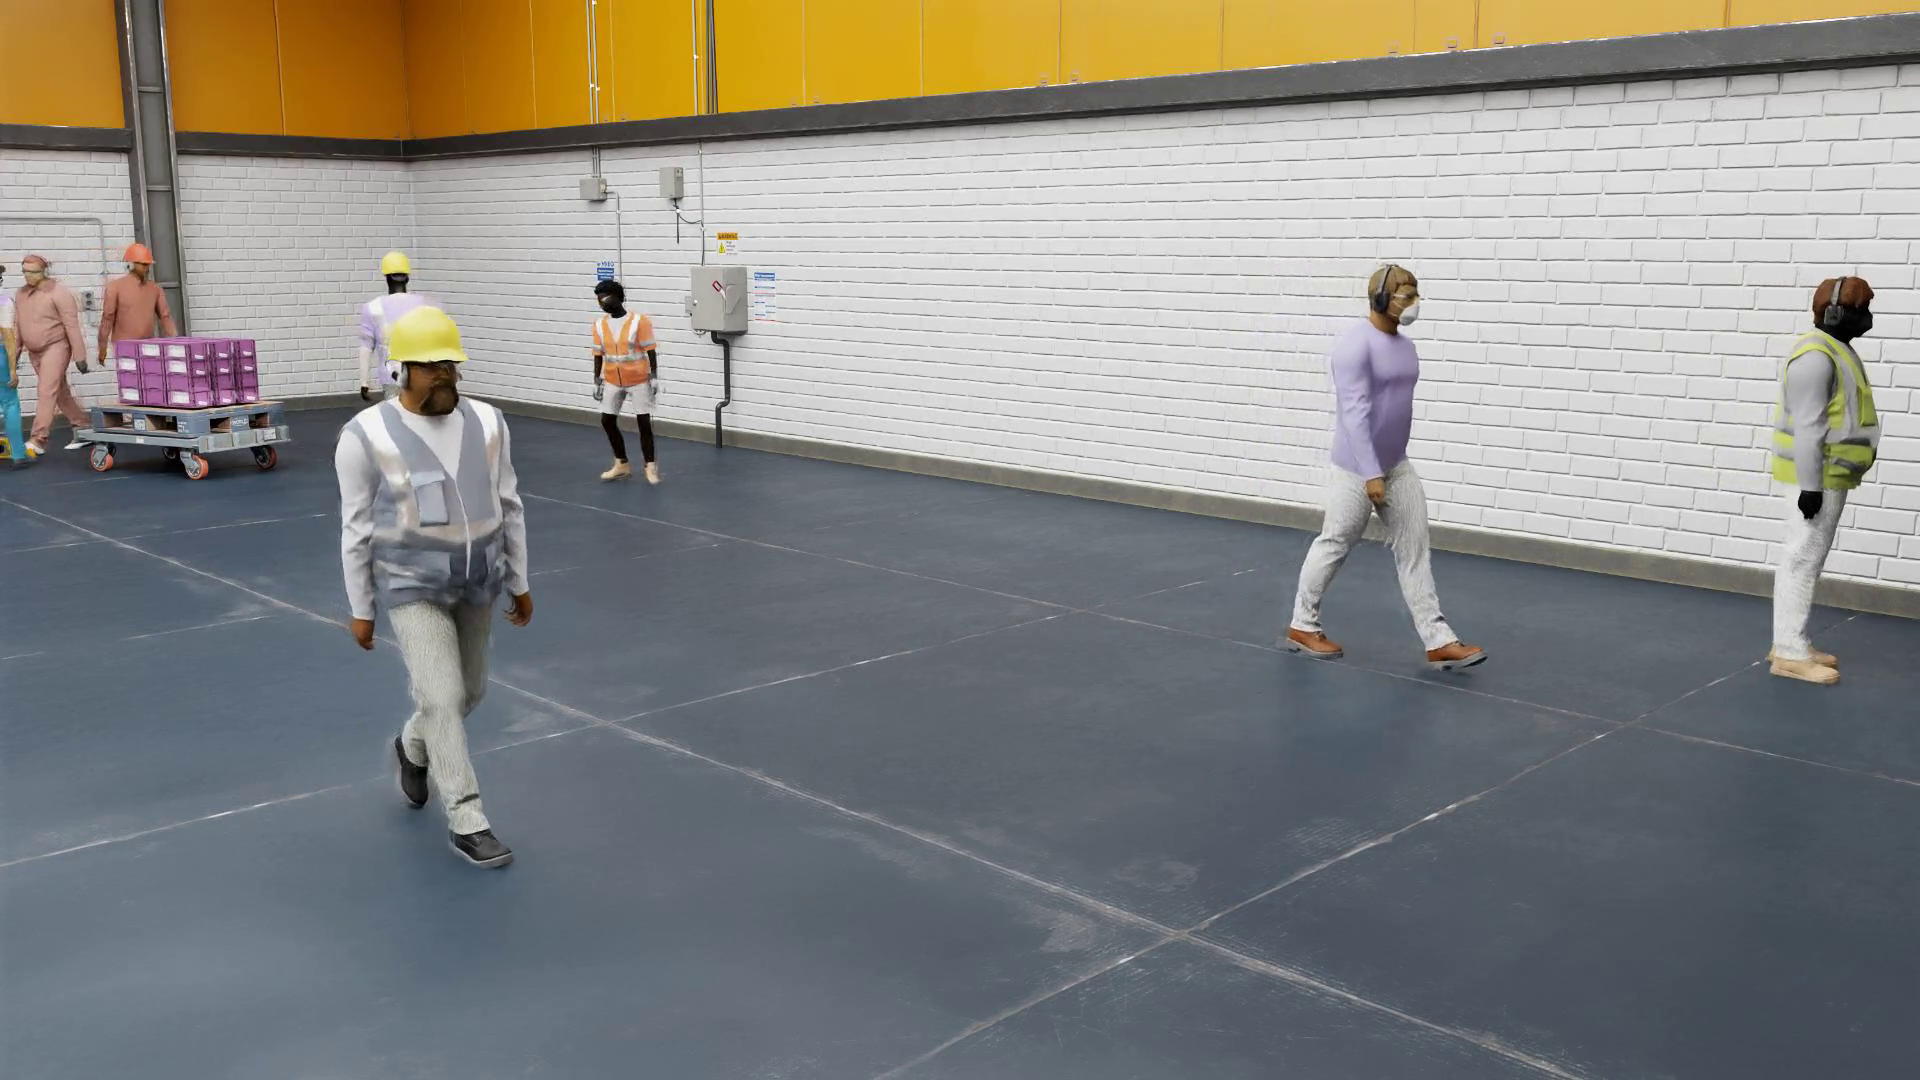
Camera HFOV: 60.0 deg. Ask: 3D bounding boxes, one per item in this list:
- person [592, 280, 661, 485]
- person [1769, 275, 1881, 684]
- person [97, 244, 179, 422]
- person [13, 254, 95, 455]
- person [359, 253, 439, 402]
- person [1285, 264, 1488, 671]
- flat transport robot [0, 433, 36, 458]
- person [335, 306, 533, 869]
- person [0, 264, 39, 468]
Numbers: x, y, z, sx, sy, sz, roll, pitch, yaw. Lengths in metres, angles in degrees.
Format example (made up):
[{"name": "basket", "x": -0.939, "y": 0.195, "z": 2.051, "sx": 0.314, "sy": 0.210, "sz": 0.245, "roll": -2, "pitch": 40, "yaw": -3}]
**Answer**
[{"name": "person", "x": -2.709, "y": -1.272, "z": 13.509, "sx": 0.606, "sy": 1.666, "sz": 0.322, "roll": 3, "pitch": 11, "yaw": 15}, {"name": "person", "x": 3.955, "y": -0.282, "z": 7.626, "sx": 0.429, "sy": 1.841, "sz": 0.632, "roll": 8, "pitch": 13, "yaw": 36}, {"name": "person", "x": -7.972, "y": -1.901, "z": 16.208, "sx": 1.035, "sy": 1.930, "sz": 0.655, "roll": 4, "pitch": 11, "yaw": 23}, {"name": "person", "x": -8.500, "y": -1.724, "z": 15.489, "sx": 0.636, "sy": 1.850, "sz": 0.926, "roll": 5, "pitch": 12, "yaw": 25}, {"name": "person", "x": -4.365, "y": -1.281, "z": 12.975, "sx": 0.612, "sy": 1.877, "sz": 0.983, "roll": -6, "pitch": 12, "yaw": -30}, {"name": "person", "x": 1.979, "y": -0.326, "z": 7.761, "sx": 0.644, "sy": 1.892, "sz": 0.986, "roll": -9, "pitch": 14, "yaw": -41}, {"name": "flat transport robot", "x": -8.984, "y": -0.765, "z": 14.544, "sx": 0.652, "sy": 0.197, "sz": 1.431, "roll": 7, "pitch": 12, "yaw": 33}, {"name": "person", "x": -1.750, "y": 0.125, "z": 5.516, "sx": 0.837, "sy": 1.806, "sz": 0.596, "roll": 10, "pitch": 14, "yaw": 43}, {"name": "person", "x": -8.286, "y": -1.481, "z": 14.258, "sx": 0.595, "sy": 1.795, "sz": 0.836, "roll": 0, "pitch": 10, "yaw": 0}]
